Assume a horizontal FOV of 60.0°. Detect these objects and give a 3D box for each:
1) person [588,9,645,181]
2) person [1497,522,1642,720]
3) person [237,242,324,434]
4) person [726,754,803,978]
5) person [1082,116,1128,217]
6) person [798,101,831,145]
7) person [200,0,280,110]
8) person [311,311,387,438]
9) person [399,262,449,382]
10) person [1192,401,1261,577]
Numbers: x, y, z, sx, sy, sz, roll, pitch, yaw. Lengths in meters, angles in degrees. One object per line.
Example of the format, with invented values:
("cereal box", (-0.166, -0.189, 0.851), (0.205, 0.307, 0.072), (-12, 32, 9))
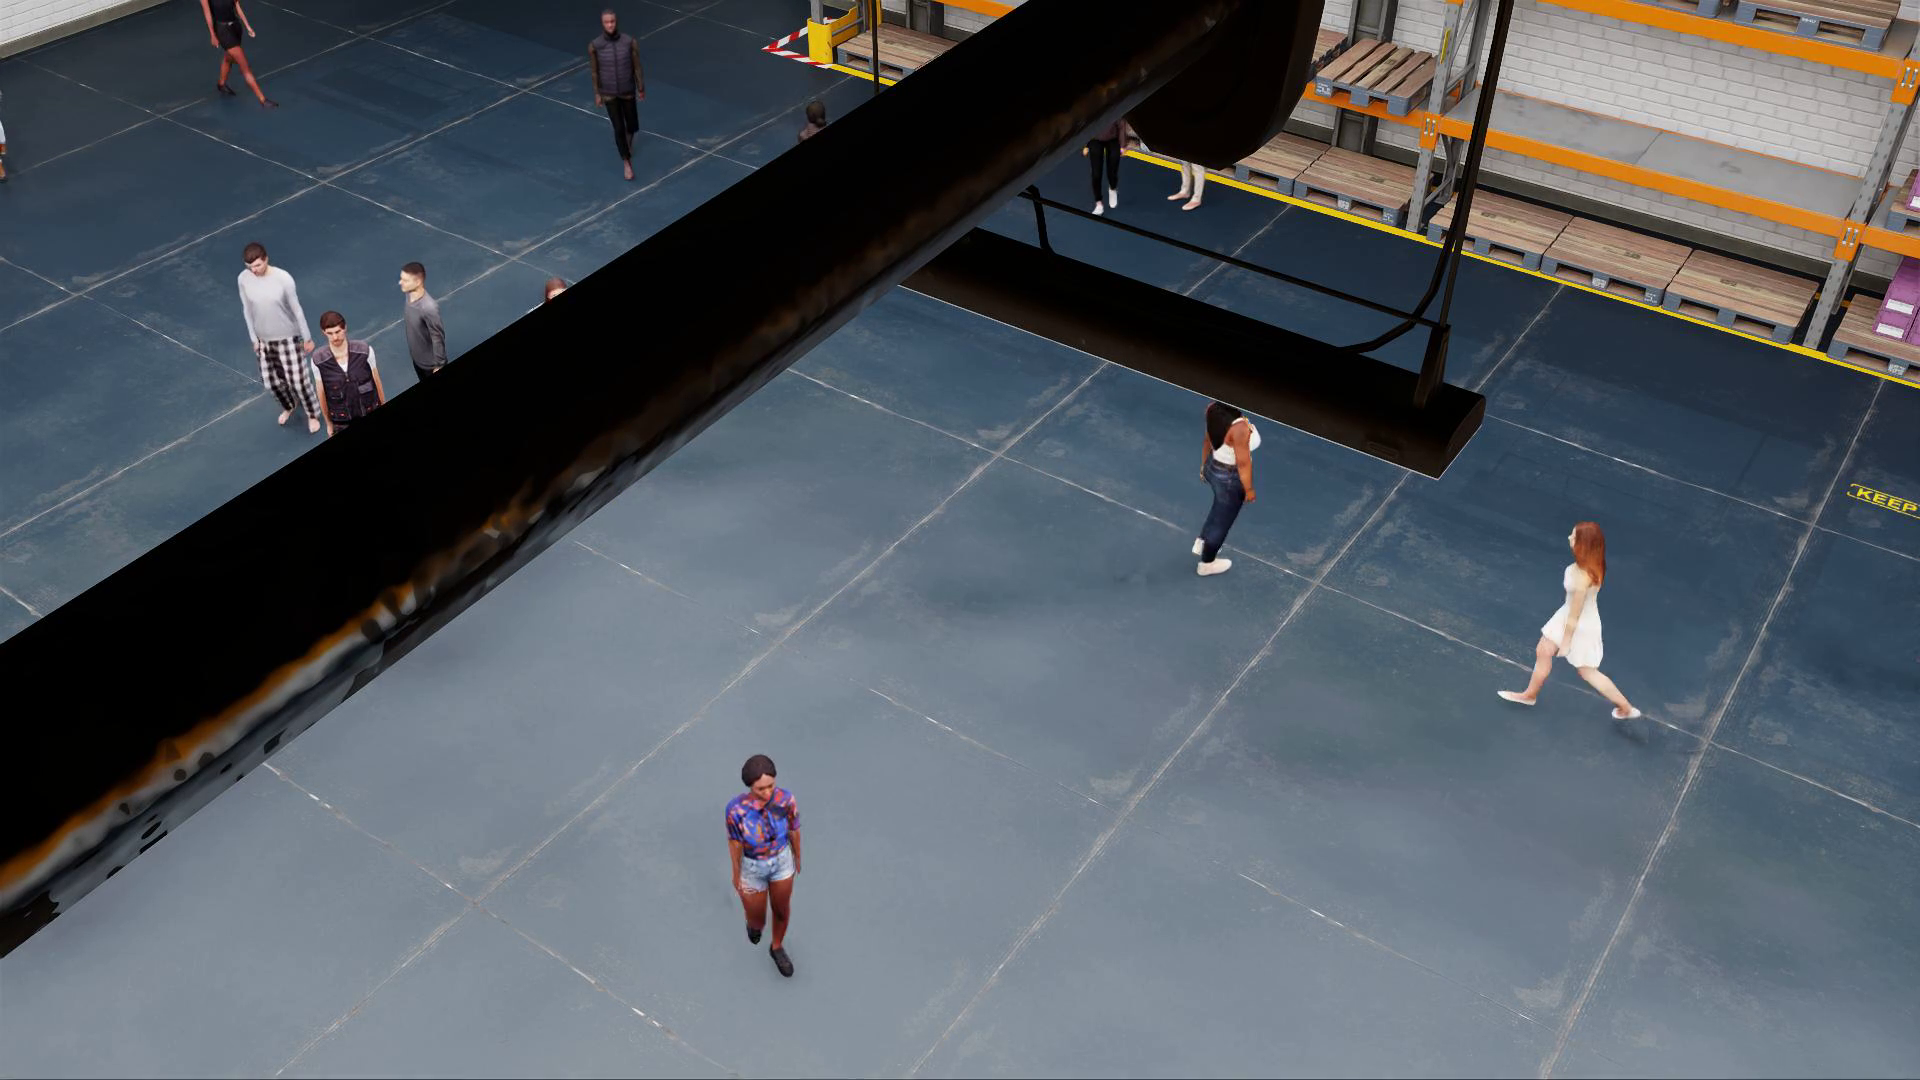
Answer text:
("person", (-3.713, -4.890, 18.099), (1.063, 1.819, 1.155), (-9, 40, -12))
("person", (4.319, 0.614, 11.336), (1.209, 1.657, 0.749), (15, 41, 18))
("person", (-5.809, -1.753, 14.160), (0.812, 1.832, 0.891), (0, 39, 0))
("person", (-1.165, 1.852, 9.726), (0.766, 1.732, 0.836), (-14, 41, -17))
("person", (1.520, -4.151, 17.288), (0.818, 1.676, 0.844), (8, 39, 10))
("person", (-1.428, -3.662, 16.687), (0.813, 1.661, 0.873), (30, 48, 32))
("person", (-8.621, -5.906, 19.476), (1.282, 1.688, 0.807), (14, 41, 17))
("person", (-4.797, -1.005, 13.211), (0.739, 1.848, 0.741), (-16, 41, -19))
("person", (-4.444, -1.533, 13.942), (0.713, 1.761, 0.536), (-32, 48, -33))
("person", (1.926, -0.453, 12.560), (0.828, 1.798, 0.761), (-9, 39, -11))
